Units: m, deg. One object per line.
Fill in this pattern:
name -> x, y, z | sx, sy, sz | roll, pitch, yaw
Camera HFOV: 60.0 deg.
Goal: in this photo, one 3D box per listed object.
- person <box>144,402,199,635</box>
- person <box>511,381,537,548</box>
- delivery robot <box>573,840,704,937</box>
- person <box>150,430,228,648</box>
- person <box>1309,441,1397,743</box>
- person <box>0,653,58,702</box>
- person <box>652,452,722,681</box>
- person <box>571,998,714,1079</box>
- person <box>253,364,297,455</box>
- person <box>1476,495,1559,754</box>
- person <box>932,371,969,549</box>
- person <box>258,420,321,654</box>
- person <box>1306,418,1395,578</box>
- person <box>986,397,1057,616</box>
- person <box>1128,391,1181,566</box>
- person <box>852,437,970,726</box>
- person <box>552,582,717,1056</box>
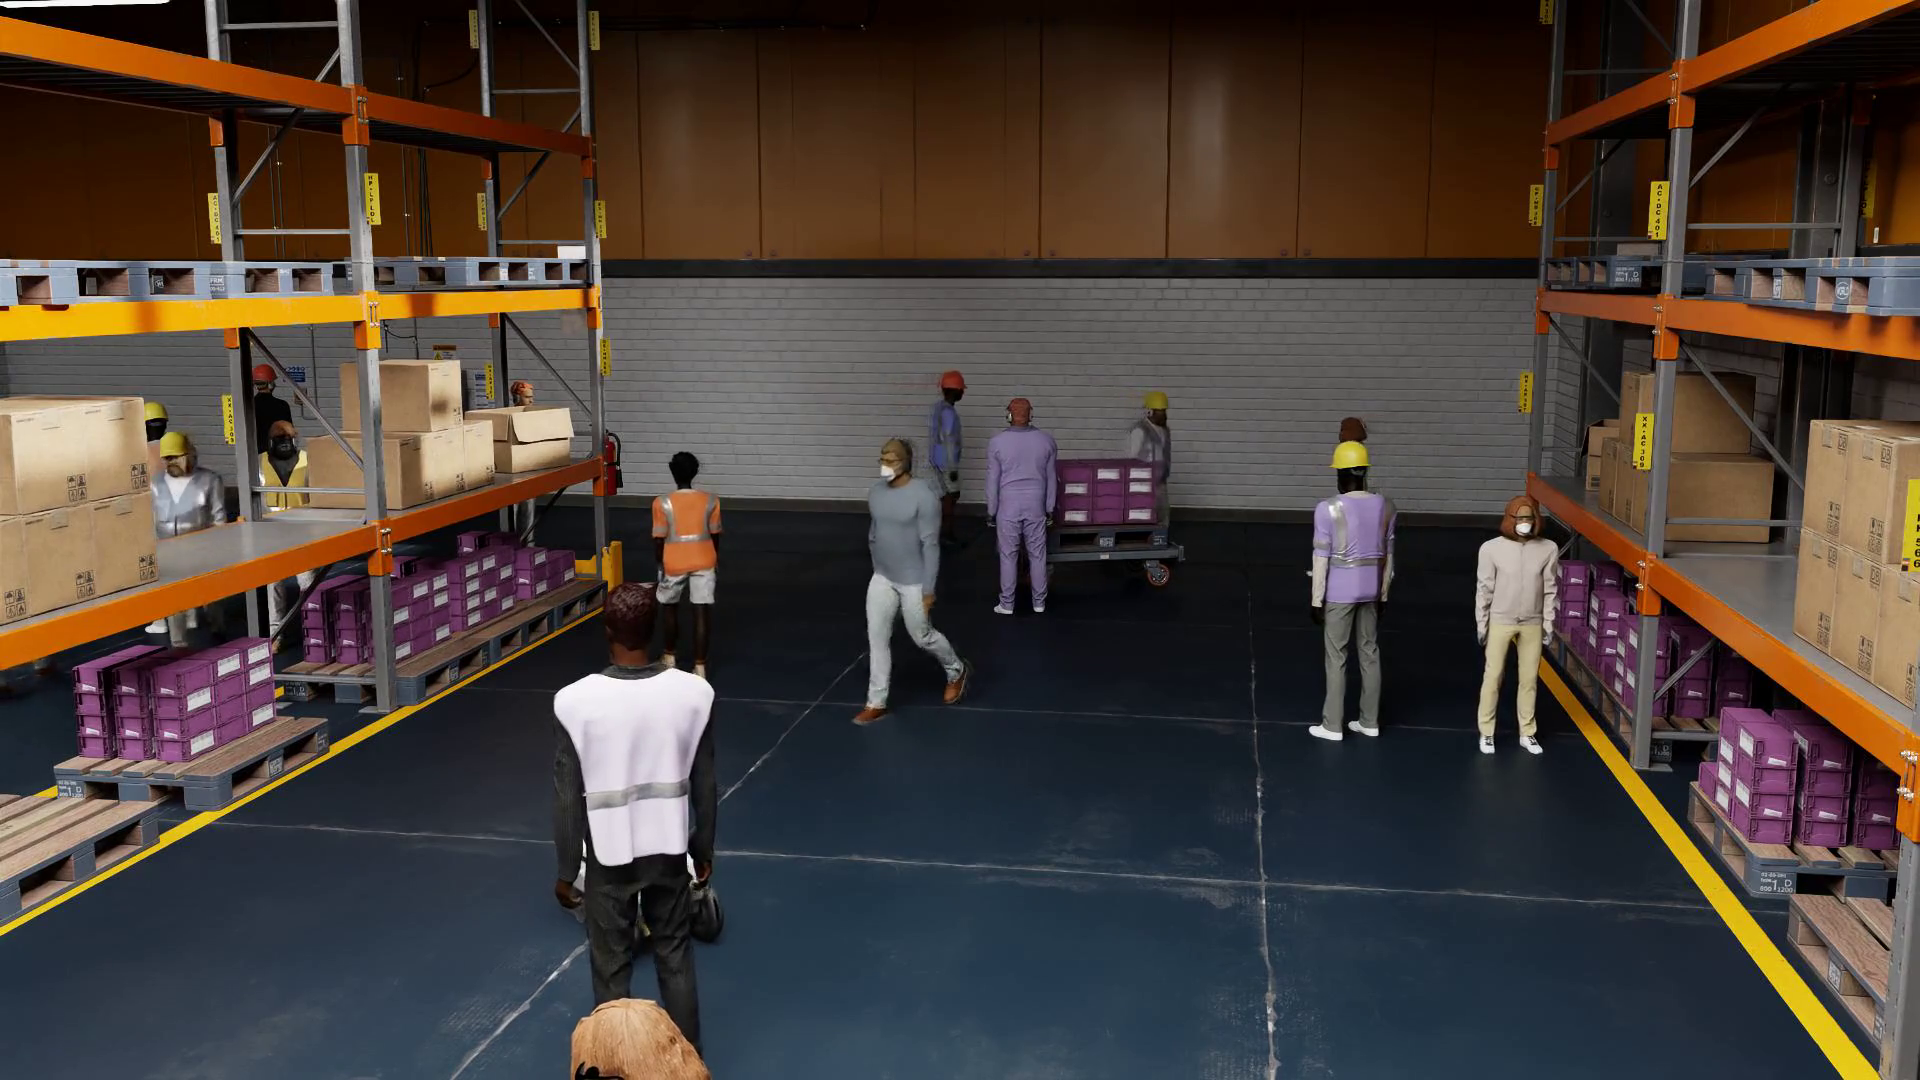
person -> -6.566, -0.178, 13.716 | 0.586, 1.921, 0.376 | -9, 13, -44
person -> -4.462, -0.674, 16.914 | 0.348, 1.879, 0.579 | 5, 11, 29
delivery robot -> -1.456, 1.470, 7.464 | 0.477, 0.478, 0.707 | -7, 12, -38
person -> -5.845, 0.059, 12.593 | 0.595, 1.805, 0.604 | -1, 9, -8
person -> 2.484, 0.328, 10.611 | 0.588, 1.918, 0.396 | -4, 10, -21
person -> -6.756, 0.147, 11.794 | 0.635, 1.877, 1.025 | -2, 9, -12
person -> -2.018, 0.183, 12.253 | 0.538, 1.667, 0.754 | -3, 10, -18
person -> -0.602, 1.672, 3.224 | 0.298, 1.623, 0.503 | 2, 9, 13
person -> -7.393, -0.883, 17.830 | 0.612, 1.997, 0.375 | 2, 9, 9
person -> 3.430, 0.528, 10.281 | 0.491, 1.626, 0.282 | 0, 9, 1
person -> -0.156, -0.851, 17.852 | 0.506, 1.923, 0.560 | -2, 9, -11
person -> -5.262, -0.023, 13.034 | 0.628, 1.837, 0.429 | -3, 10, -20
person -> 3.806, -0.380, 15.977 | 0.855, 1.588, 0.518 | 7, 12, 37
person -> 0.522, -0.286, 14.444 | 0.640, 1.904, 0.409 | -2, 9, -13
person -> 1.858, -0.647, 17.022 | 0.864, 1.797, 0.599 | 9, 13, 43
person -> -0.329, 0.249, 11.158 | 0.636, 1.908, 0.940 | 8, 12, 40
person -> -1.127, 1.105, 5.865 | 0.595, 1.907, 0.396 | -5, 11, -30
